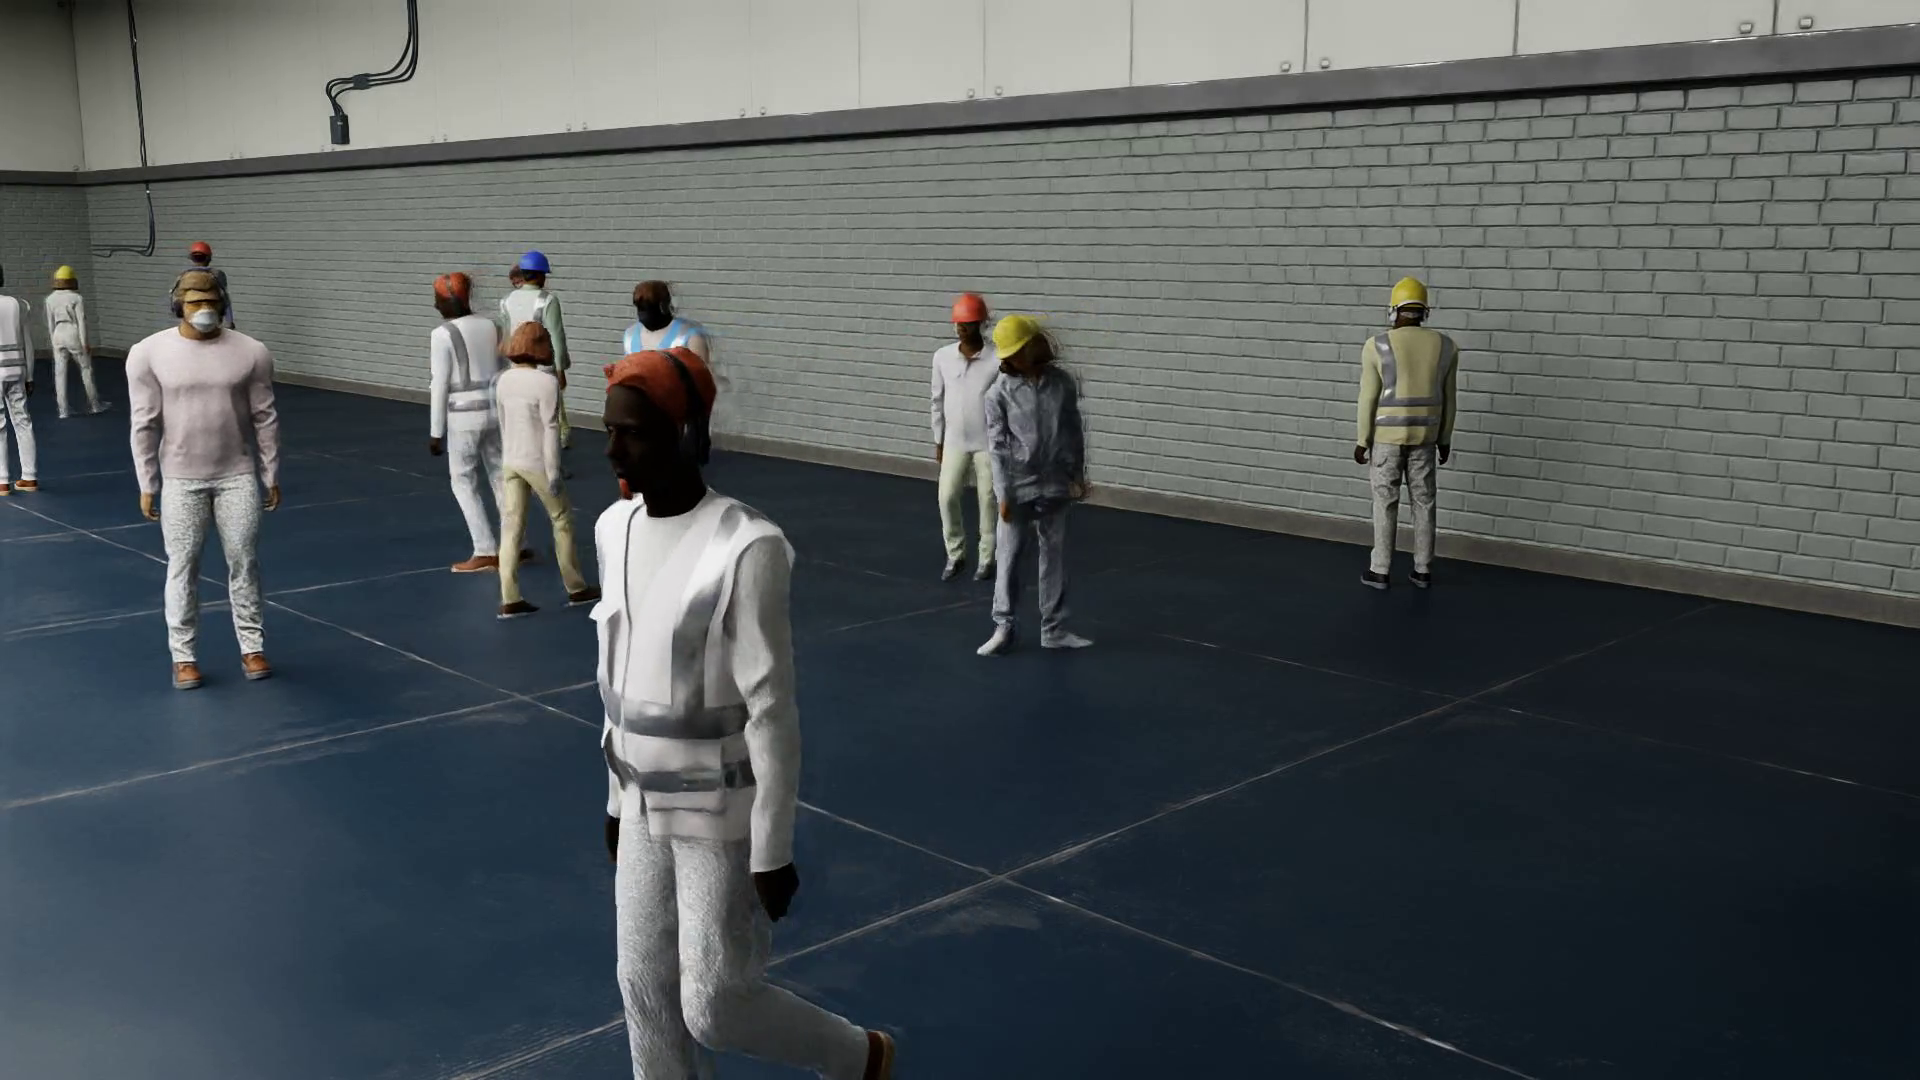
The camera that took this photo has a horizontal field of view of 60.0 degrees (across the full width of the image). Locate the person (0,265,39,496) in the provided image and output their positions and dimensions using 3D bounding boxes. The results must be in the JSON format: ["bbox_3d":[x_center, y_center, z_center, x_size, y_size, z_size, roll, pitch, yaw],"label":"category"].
[{"bbox_3d":[-7.707,-1.298,13.350,0.355,1.885,0.574,5,12,26],"label":"person"}]

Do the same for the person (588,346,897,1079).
[{"bbox_3d":[-0.488,0.531,3.420,0.638,1.867,0.585,-10,14,-42],"label":"person"}]

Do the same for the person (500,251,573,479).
[{"bbox_3d":[-3.601,-1.475,14.144,0.615,1.942,0.408,5,11,24],"label":"person"}]

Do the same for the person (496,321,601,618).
[{"bbox_3d":[-2.289,-0.399,9.182,0.530,1.597,0.752,7,12,33],"label":"person"}]

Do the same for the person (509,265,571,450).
[{"bbox_3d":[-4.033,-1.729,15.946,0.666,1.796,0.585,-6,12,-30],"label":"person"}]

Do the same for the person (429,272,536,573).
[{"bbox_3d":[-2.963,-0.718,10.298,0.341,1.856,0.726,6,12,30],"label":"person"}]

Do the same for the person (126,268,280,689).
[{"bbox_3d":[-3.471,-0.284,7.704,0.633,1.932,0.369,-7,12,-32],"label":"person"}]

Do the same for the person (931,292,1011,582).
[{"bbox_3d":[0.069,-0.600,9.931,0.568,1.737,0.499,3,11,18],"label":"person"}]

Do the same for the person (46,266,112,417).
[{"bbox_3d":[-10.221,-2.296,19.229,0.508,1.709,0.798,1,10,5],"label":"person"}]

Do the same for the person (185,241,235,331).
[{"bbox_3d":[-10.014,-2.951,22.049,0.608,2.013,1.004,1,10,5],"label":"person"}]

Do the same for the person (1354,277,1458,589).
[{"bbox_3d":[2.611,-0.622,9.802,0.600,1.830,0.404,-1,10,-8],"label":"person"}]

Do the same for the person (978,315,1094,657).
[{"bbox_3d":[0.422,-0.256,8.189,0.622,1.698,0.339,-5,11,-23],"label":"person"}]

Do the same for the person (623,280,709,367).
[{"bbox_3d":[-1.819,-0.726,10.446,0.635,1.815,0.535,5,12,26],"label":"person"}]
